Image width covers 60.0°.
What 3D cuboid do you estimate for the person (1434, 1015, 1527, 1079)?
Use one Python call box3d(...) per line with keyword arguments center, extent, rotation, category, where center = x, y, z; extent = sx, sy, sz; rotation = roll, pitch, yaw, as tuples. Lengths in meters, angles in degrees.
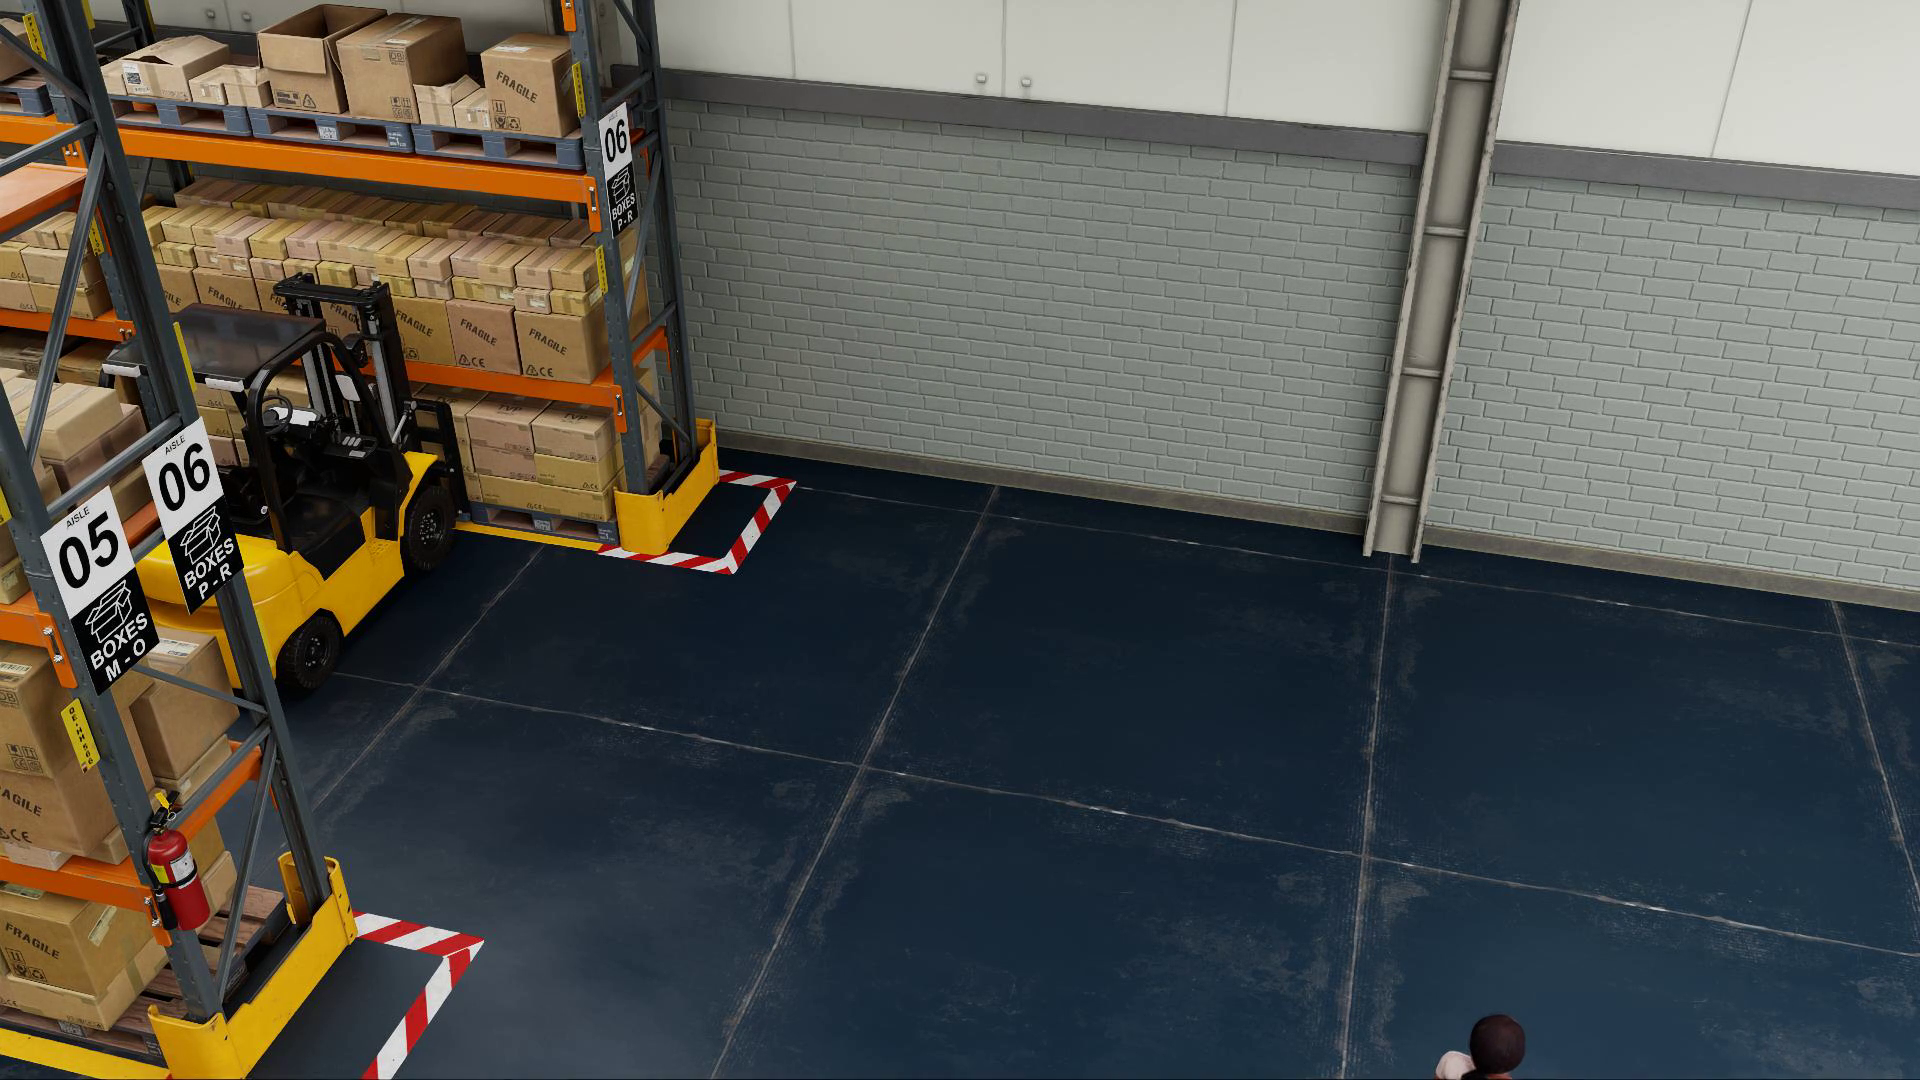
box3d(center=(2.059, 2.537, 6.739), extent=(0.594, 1.742, 0.716), rotation=(26, 41, 34), category="person")
